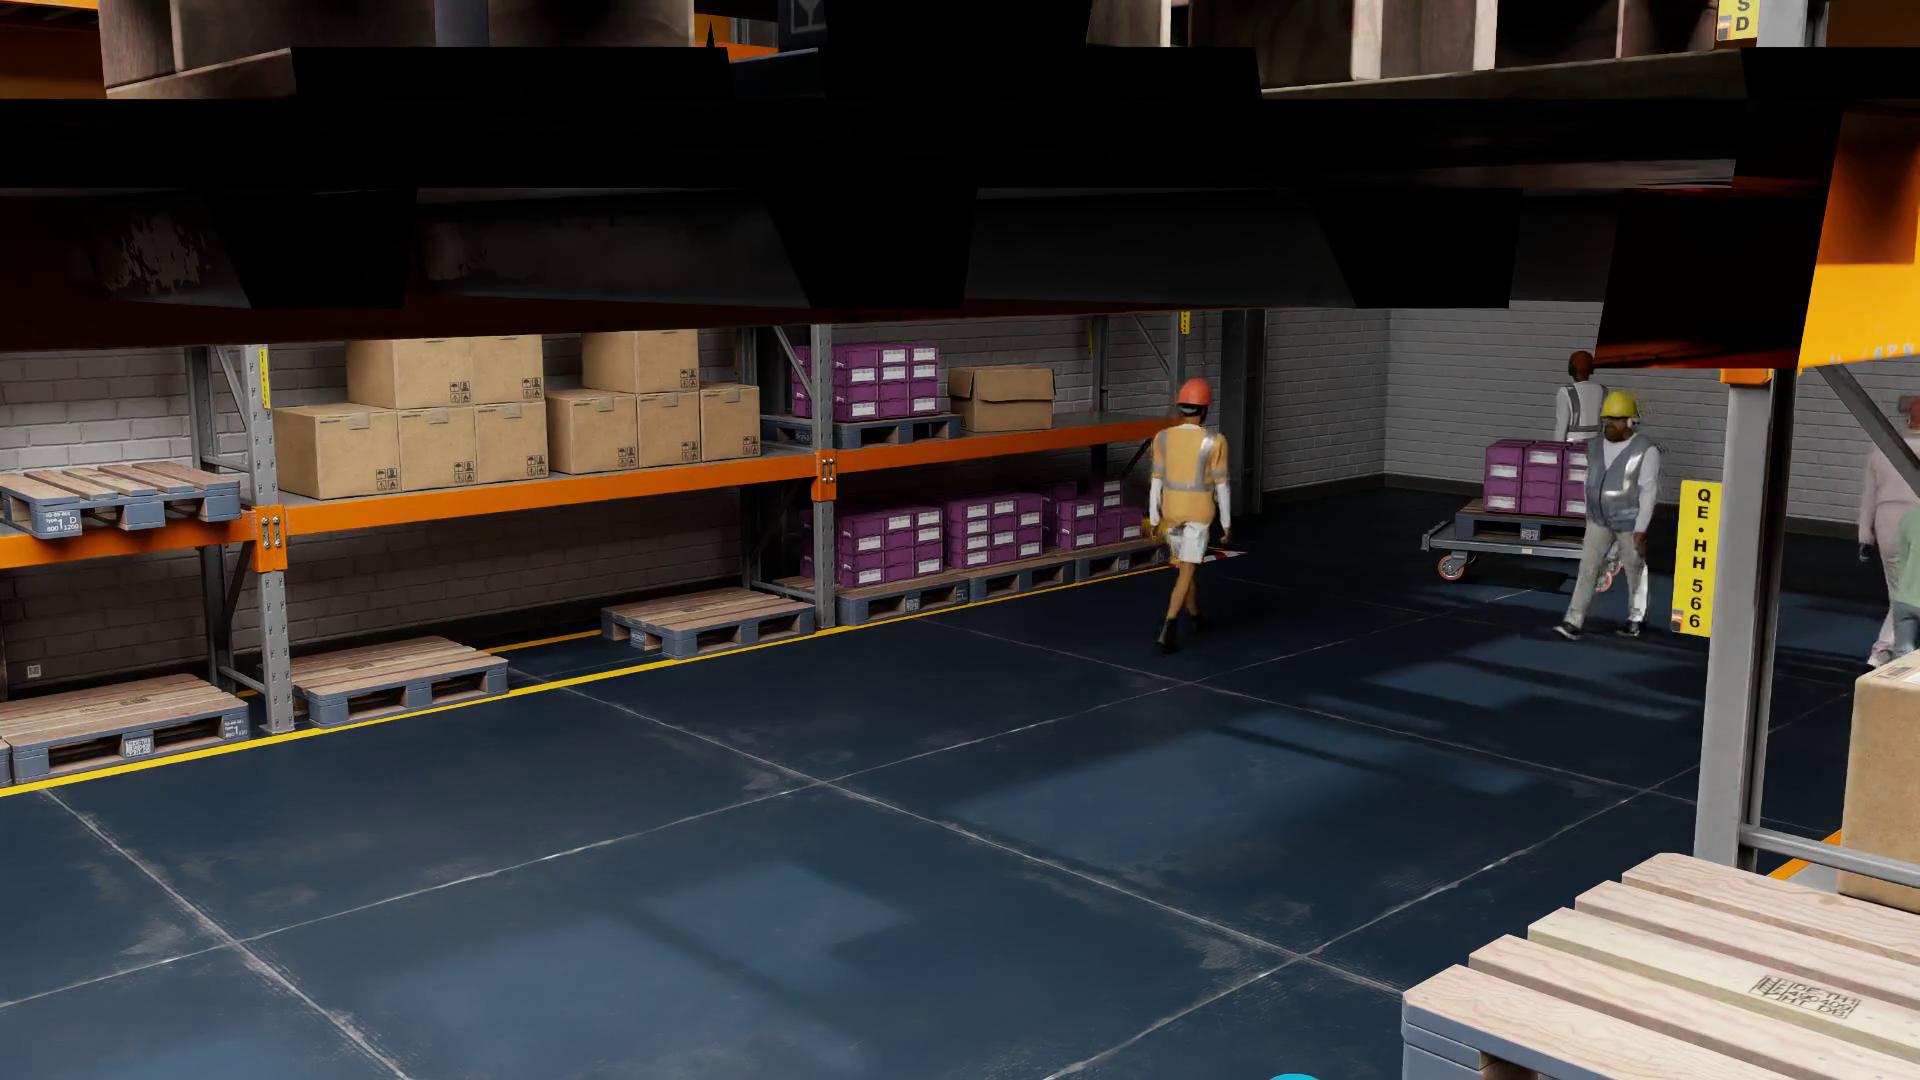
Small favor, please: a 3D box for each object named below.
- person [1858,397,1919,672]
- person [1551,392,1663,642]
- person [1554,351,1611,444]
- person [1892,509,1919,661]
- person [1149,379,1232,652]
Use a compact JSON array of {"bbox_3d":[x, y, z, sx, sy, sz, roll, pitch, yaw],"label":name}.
[{"bbox_3d":[6.168,-0.015,10.791,1.002,1.855,0.646,-6,11,-32],"label":"person"},{"bbox_3d":[4.627,-0.153,11.788,0.917,1.780,0.619,-7,12,-35],"label":"person"},{"bbox_3d":[5.645,-0.786,15.198,0.585,1.882,0.340,-4,10,-21],"label":"person"},{"bbox_3d":[5.324,0.391,9.113,0.483,1.608,0.508,-4,10,-20],"label":"person"},{"bbox_3d":[1.590,-0.180,11.655,0.559,1.894,0.985,6,11,32],"label":"person"}]
